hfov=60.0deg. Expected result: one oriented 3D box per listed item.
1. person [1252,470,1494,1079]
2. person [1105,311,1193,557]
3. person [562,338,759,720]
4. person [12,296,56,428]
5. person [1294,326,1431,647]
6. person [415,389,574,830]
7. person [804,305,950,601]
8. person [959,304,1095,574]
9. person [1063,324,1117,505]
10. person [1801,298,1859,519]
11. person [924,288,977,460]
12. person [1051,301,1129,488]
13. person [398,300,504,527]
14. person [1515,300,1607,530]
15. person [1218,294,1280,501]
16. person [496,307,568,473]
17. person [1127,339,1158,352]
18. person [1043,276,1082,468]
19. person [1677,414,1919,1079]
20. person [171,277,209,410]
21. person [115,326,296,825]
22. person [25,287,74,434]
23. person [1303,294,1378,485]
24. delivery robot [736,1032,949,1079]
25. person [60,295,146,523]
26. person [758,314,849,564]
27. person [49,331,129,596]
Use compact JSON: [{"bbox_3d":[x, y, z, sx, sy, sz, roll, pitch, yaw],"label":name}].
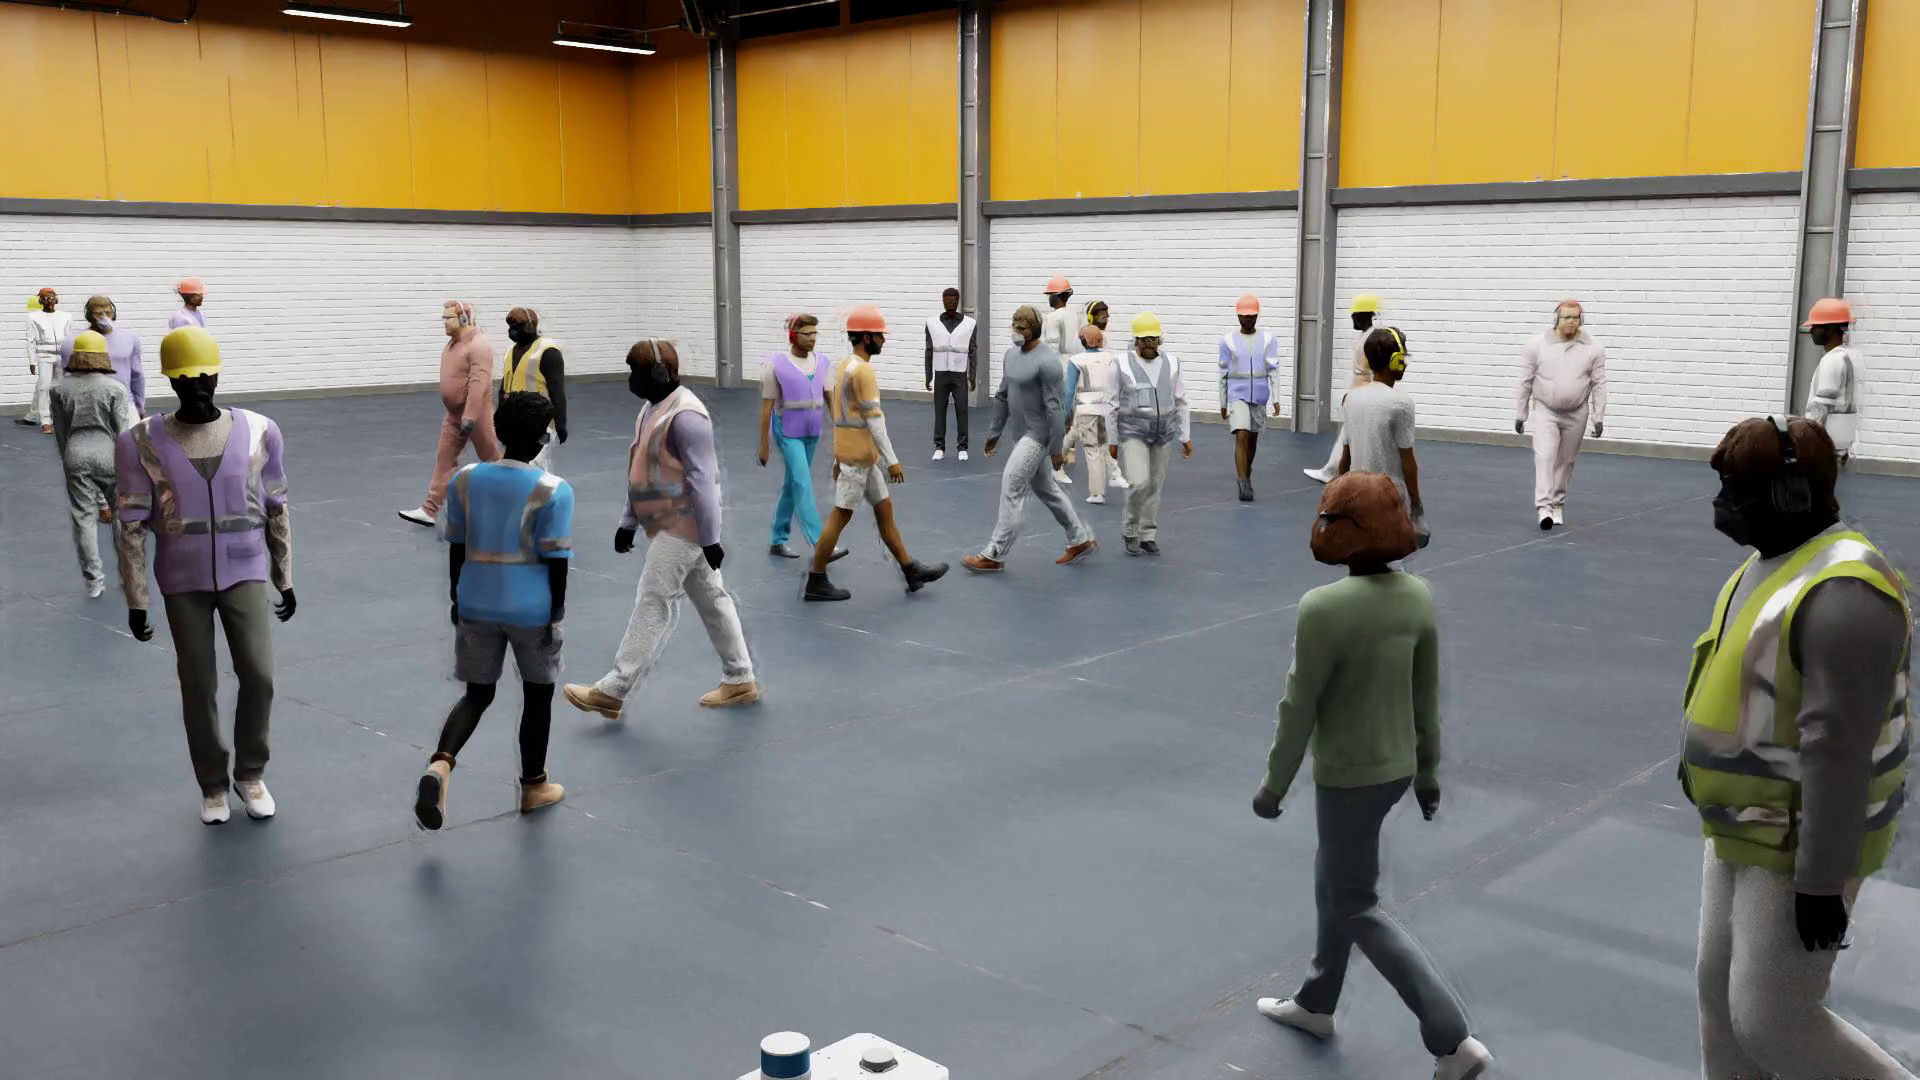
[{"bbox_3d":[1.089,0.625,4.321,0.500,1.604,0.745,-9,13,-43],"label":"person"},{"bbox_3d":[1.388,-0.767,12.217,0.601,1.809,0.446,-3,10,-19],"label":"person"},{"bbox_3d":[-1.409,-0.048,7.880,1.004,1.788,0.641,-3,10,-20],"label":"person"},{"bbox_3d":[-12.143,-2.366,22.175,0.938,1.767,0.595,-3,10,-20],"label":"person"},{"bbox_3d":[2.079,-0.160,8.424,0.838,1.842,0.519,-3,10,-20],"label":"person"},{"bbox_3d":[-1.734,0.279,6.228,0.568,1.667,0.701,2,10,15],"label":"person"},{"bbox_3d":[-0.560,-0.548,10.636,0.996,1.881,0.554,-2,9,-9],"label":"person"},{"bbox_3d":[0.535,-0.702,11.635,1.047,1.890,0.645,-4,10,-21],"label":"person"},{"bbox_3d":[1.183,-1.136,15.043,0.534,1.615,0.524,-4,10,-23],"label":"person"},{"bbox_3d":[5.896,-0.677,11.358,0.453,1.922,0.540,5,11,29],"label":"person"},{"bbox_3d":[-0.104,-1.839,18.484,0.587,1.912,0.383,1,9,3],"label":"person"},{"bbox_3d":[1.251,-1.421,16.245,0.965,1.823,0.507,8,12,41],"label":"person"},{"bbox_3d":[-4.108,-1.027,13.664,0.661,1.854,0.983,9,13,43],"label":"person"},{"bbox_3d":[4.891,-1.000,13.482,0.669,1.856,0.962,2,9,10],"label":"person"},{"bbox_3d":[2.679,-1.342,15.504,0.544,1.896,0.985,0,9,-2],"label":"person"},{"bbox_3d":[-3.467,-0.920,13.123,0.652,1.818,0.720,8,12,40],"label":"person"},{"bbox_3d":[2.031,-1.681,18.360,0.272,1.632,0.507,9,13,42],"label":"person"},{"bbox_3d":[1.045,-1.786,17.756,0.376,2.042,0.615,6,11,32],"label":"person"},{"bbox_3d":[1.859,0.645,3.572,0.641,1.815,0.655,2,9,10],"label":"person"},{"bbox_3d":[-9.096,-2.079,19.617,0.732,2.028,0.625,0,9,-1],"label":"person"},{"bbox_3d":[-2.830,0.152,6.282,0.607,1.905,0.514,-5,11,-28],"label":"person"},{"bbox_3d":[-11.714,-2.314,21.476,0.344,1.882,0.585,9,13,42],"label":"person"},{"bbox_3d":[3.911,-1.450,16.216,0.998,1.873,0.595,3,10,16],"label":"person"},{"bbox_3d":[-0.354,1.251,3.396,0.477,0.478,0.707,9,13,43],"label":"delivery robot"},{"bbox_3d":[-6.959,-1.046,13.639,0.662,1.896,0.951,-9,13,-43],"label":"person"},{"bbox_3d":[-1.102,-0.716,11.951,0.971,1.793,0.562,7,12,38],"label":"person"},{"bbox_3d":[-5.694,-0.514,10.978,0.491,1.712,0.739,-2,10,-15],"label":"person"}]
